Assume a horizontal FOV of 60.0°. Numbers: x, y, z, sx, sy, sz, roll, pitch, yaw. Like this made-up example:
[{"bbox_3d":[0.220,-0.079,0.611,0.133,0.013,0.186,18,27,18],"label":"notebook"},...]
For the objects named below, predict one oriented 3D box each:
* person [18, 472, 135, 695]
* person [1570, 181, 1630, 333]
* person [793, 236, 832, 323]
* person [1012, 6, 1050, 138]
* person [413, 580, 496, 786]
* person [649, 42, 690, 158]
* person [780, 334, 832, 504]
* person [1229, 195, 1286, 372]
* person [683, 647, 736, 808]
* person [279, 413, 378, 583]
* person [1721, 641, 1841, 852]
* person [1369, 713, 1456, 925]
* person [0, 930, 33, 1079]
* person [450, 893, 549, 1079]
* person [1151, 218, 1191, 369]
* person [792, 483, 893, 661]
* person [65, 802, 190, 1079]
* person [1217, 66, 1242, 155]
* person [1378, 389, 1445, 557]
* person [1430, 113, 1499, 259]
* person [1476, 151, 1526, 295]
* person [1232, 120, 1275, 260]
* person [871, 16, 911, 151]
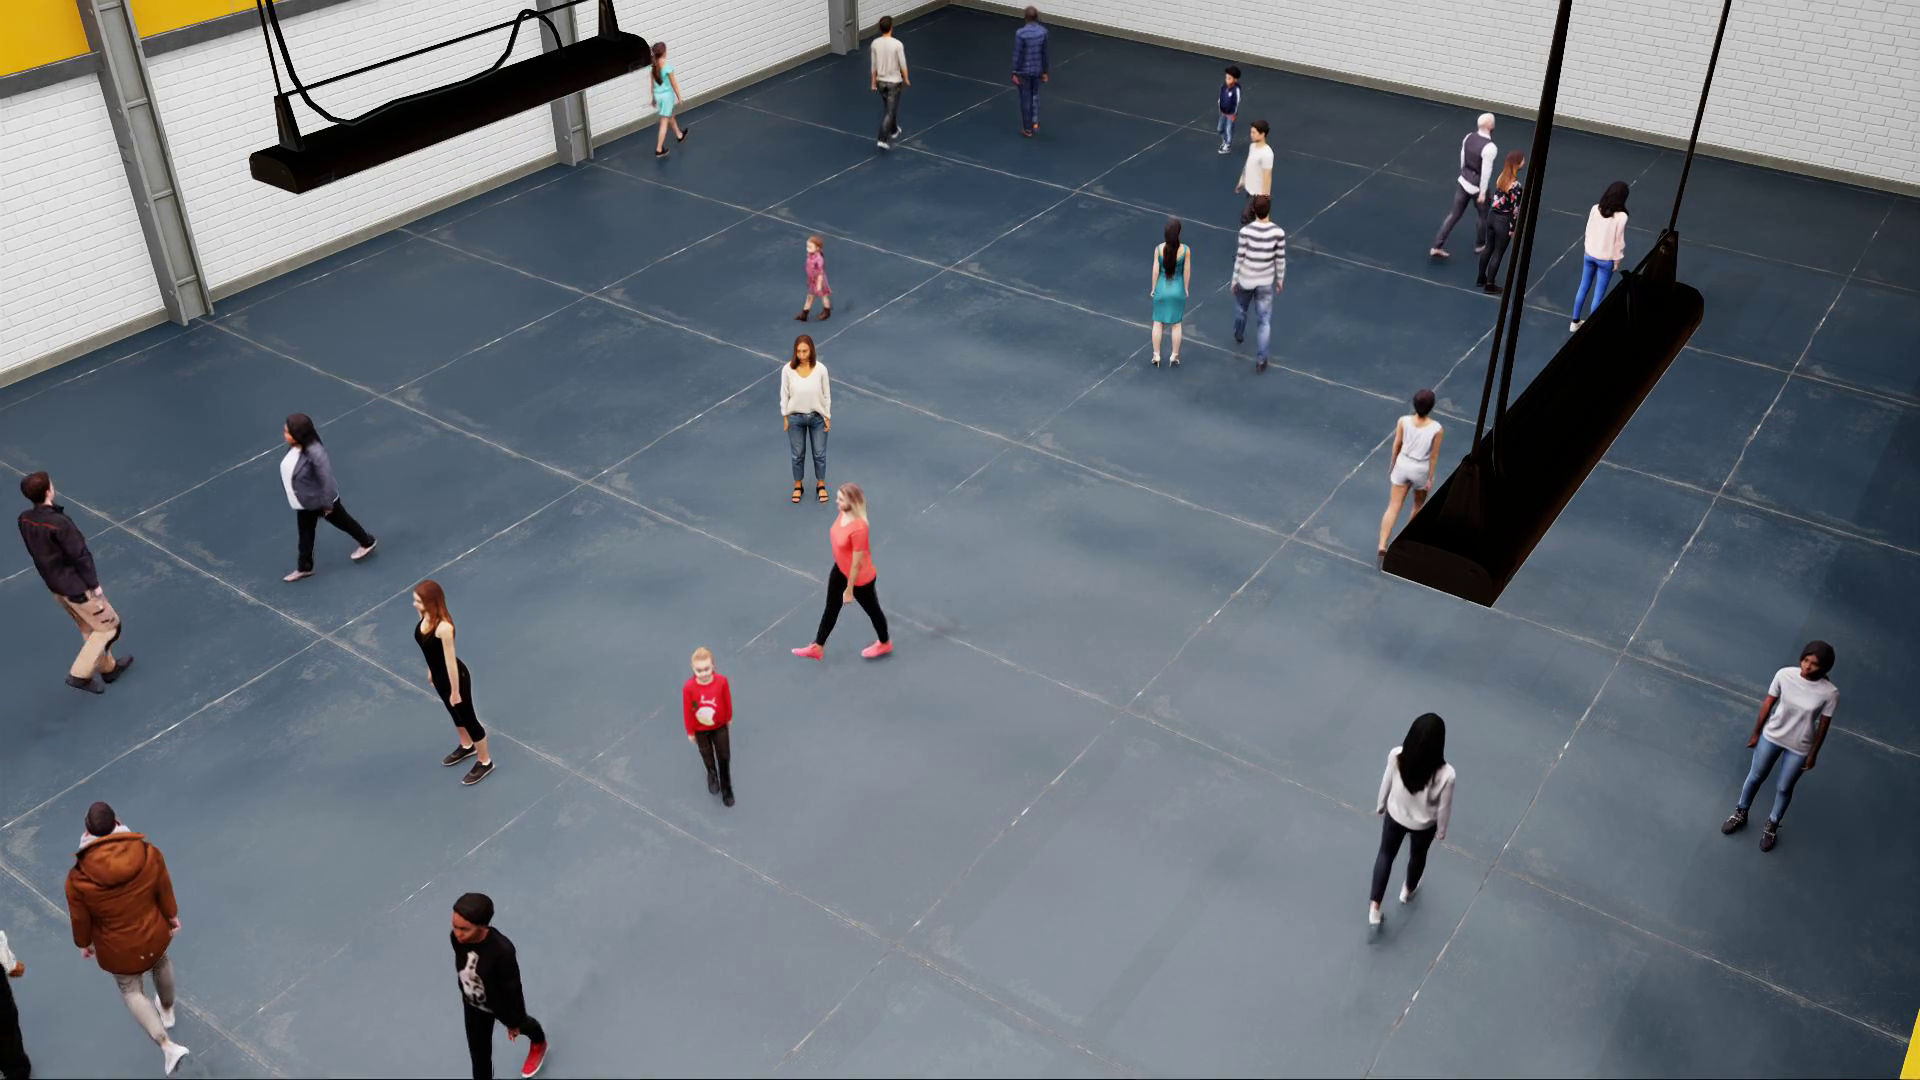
[{"bbox_3d":[-6.894,0.389,12.806,0.812,1.905,0.968,15,37,22],"label":"person"},{"bbox_3d":[6.979,-3.073,18.139,0.690,1.768,0.723,-19,38,-26],"label":"person"},{"bbox_3d":[-1.559,-2.921,18.602,0.745,1.002,0.533,-27,42,-34],"label":"person"},{"bbox_3d":[0.999,-6.529,23.303,0.759,1.807,0.850,-12,36,-18],"label":"person"},{"bbox_3d":[-3.691,0.992,12.064,0.584,1.722,0.606,-27,42,-34],"label":"person"},{"bbox_3d":[-4.082,-5.995,22.768,0.596,1.511,1.073,18,38,25],"label":"person"},{"bbox_3d":[-1.405,-1.128,15.290,0.698,1.683,0.730,-1,34,-2],"label":"person"},{"bbox_3d":[3.108,-2.663,17.496,1.044,1.796,1.245,6,34,9],"label":"person"},{"bbox_3d":[-1.820,1.291,12.025,0.678,1.268,0.732,-7,34,-11],"label":"person"},{"bbox_3d":[-5.458,-0.410,14.330,0.724,1.548,1.104,26,41,33],"label":"person"},{"bbox_3d":[5.691,1.402,11.451,0.606,1.719,0.536,26,42,33],"label":"person"},{"bbox_3d":[2.902,1.841,10.819,0.659,1.687,0.924,18,38,25],"label":"person"},{"bbox_3d":[-5.690,2.583,9.527,0.861,1.882,0.921,-9,35,-14],"label":"person"},{"bbox_3d":[-2.659,2.632,9.676,0.819,1.636,1.135,11,35,16],"label":"person"},{"bbox_3d":[2.204,-2.603,17.504,0.618,1.688,0.627,4,34,6],"label":"person"},{"bbox_3d":[-0.741,0.271,13.207,1.150,1.659,0.958,-14,36,-20],"label":"person"},{"bbox_3d":[-4.890,2.387,9.882,0.946,1.815,1.062,27,42,34],"label":"person"},{"bbox_3d":[3.747,-5.947,22.959,0.568,1.218,0.582,-22,40,-30],"label":"person"},{"bbox_3d":[3.925,-0.562,14.533,0.619,1.578,1.030,18,38,25],"label":"person"},{"bbox_3d":[6.017,-4.150,19.752,1.318,1.776,1.064,-16,37,-23],"label":"person"},{"bbox_3d":[6.212,-3.662,19.102,0.690,1.684,0.646,-9,35,-13],"label":"person"},{"bbox_3d":[3.634,-4.208,19.902,0.855,1.706,0.794,-3,34,-5],"label":"person"},{"bbox_3d":[-1.002,-6.272,22.939,0.800,1.782,1.188,14,36,20],"label":"person"}]
